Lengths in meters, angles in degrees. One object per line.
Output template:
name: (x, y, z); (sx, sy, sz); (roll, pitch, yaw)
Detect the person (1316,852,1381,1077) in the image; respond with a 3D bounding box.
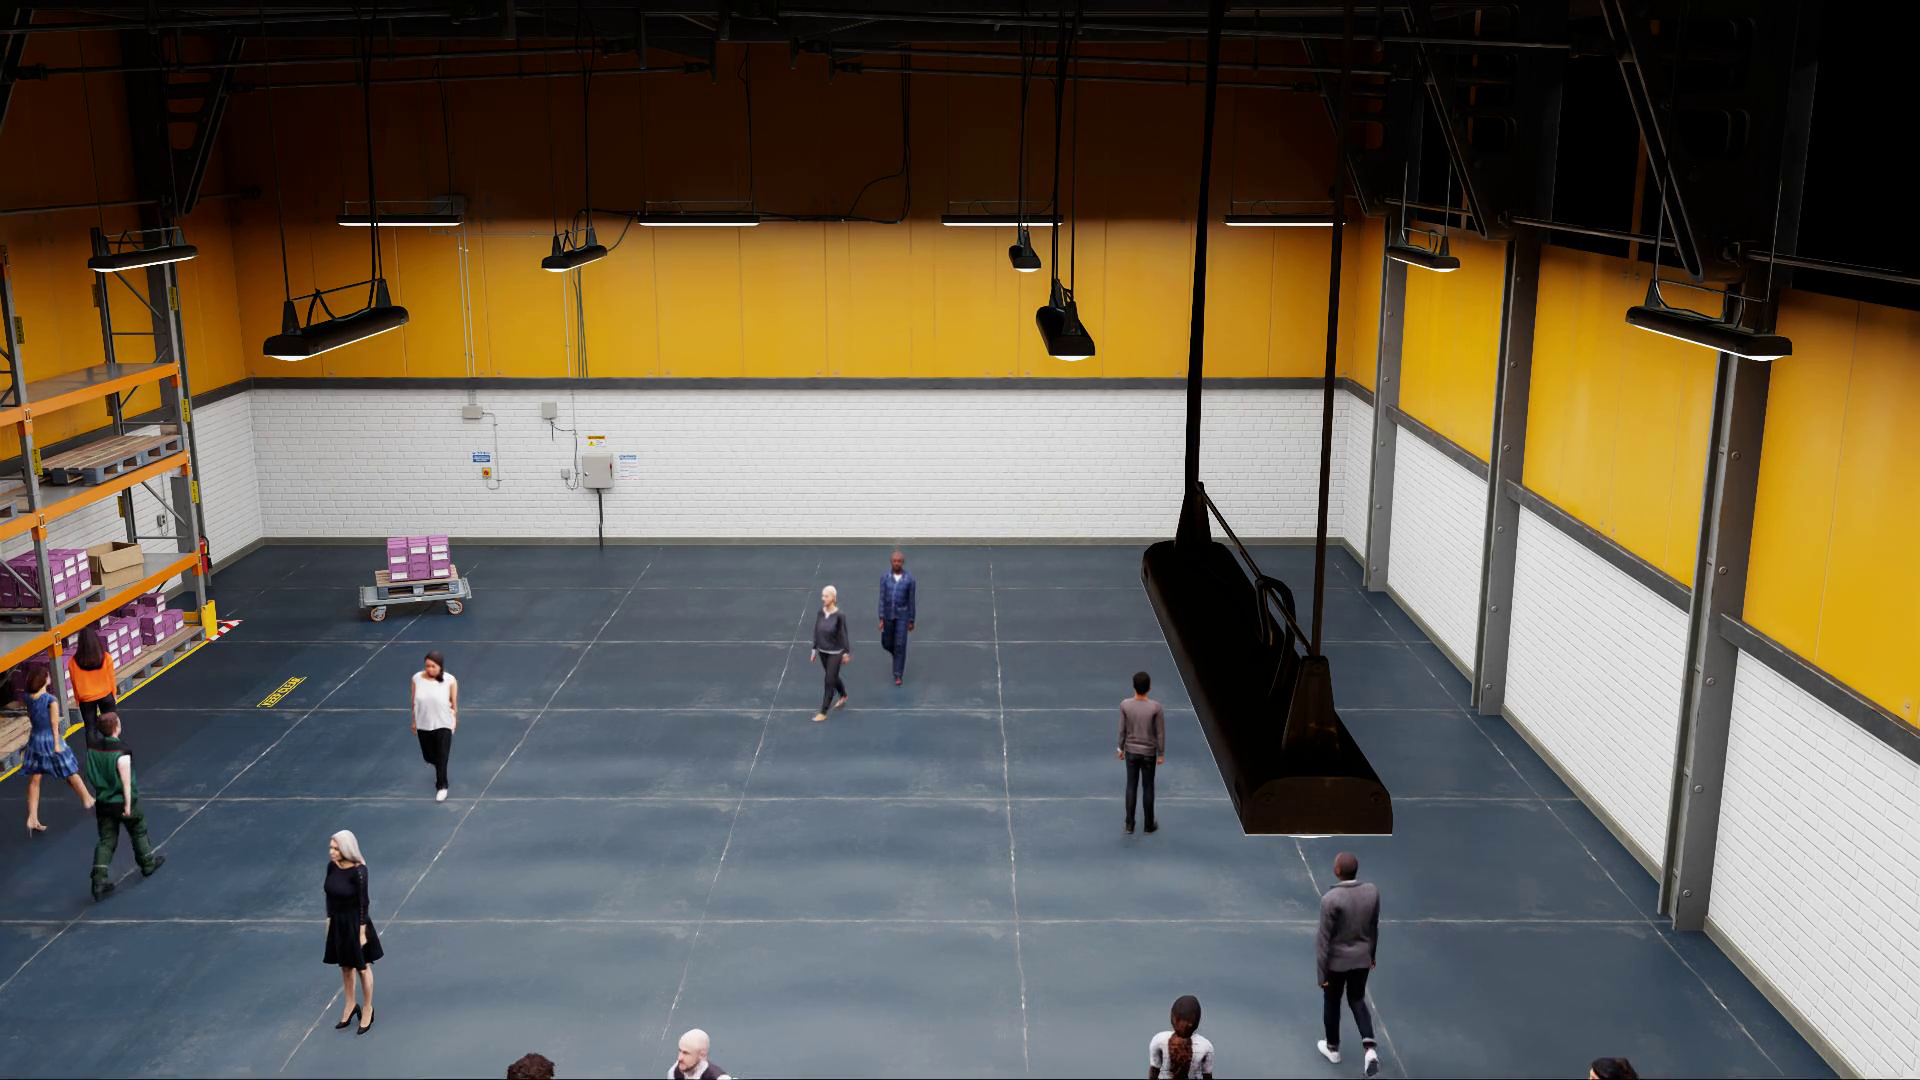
person: (3.082, 3.351, 13.050); (0.818, 1.800, 1.009); (-3, 14, -12)

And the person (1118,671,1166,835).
person: (1.908, 2.254, 17.653); (0.699, 1.766, 0.611); (2, 14, 10)

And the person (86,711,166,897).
person: (-8.288, 2.585, 16.201); (0.808, 1.805, 1.173); (3, 14, 12)

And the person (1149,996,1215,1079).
person: (1.455, 3.876, 11.080); (0.627, 1.707, 0.651); (1, 14, 5)

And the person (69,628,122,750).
person: (-10.036, 1.856, 19.332); (0.707, 1.750, 0.718); (-7, 16, -28)

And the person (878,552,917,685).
person: (-0.866, 1.026, 22.658); (0.758, 1.798, 1.045); (2, 14, 7)

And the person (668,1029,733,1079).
person: (-1.544, 3.934, 10.701); (1.186, 1.772, 1.297); (10, 17, 37)

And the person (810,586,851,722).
person: (-1.605, 1.415, 21.302); (1.027, 1.679, 1.203); (9, 16, 32)

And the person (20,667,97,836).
person: (-9.731, 2.271, 17.604); (0.865, 1.755, 1.184); (4, 14, 17)

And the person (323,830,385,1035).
person: (-5.038, 3.216, 13.722); (0.683, 1.747, 0.694); (6, 15, 24)

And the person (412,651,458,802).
person: (-5.901, 2.048, 18.726); (0.681, 1.662, 0.983); (1, 14, 2)
